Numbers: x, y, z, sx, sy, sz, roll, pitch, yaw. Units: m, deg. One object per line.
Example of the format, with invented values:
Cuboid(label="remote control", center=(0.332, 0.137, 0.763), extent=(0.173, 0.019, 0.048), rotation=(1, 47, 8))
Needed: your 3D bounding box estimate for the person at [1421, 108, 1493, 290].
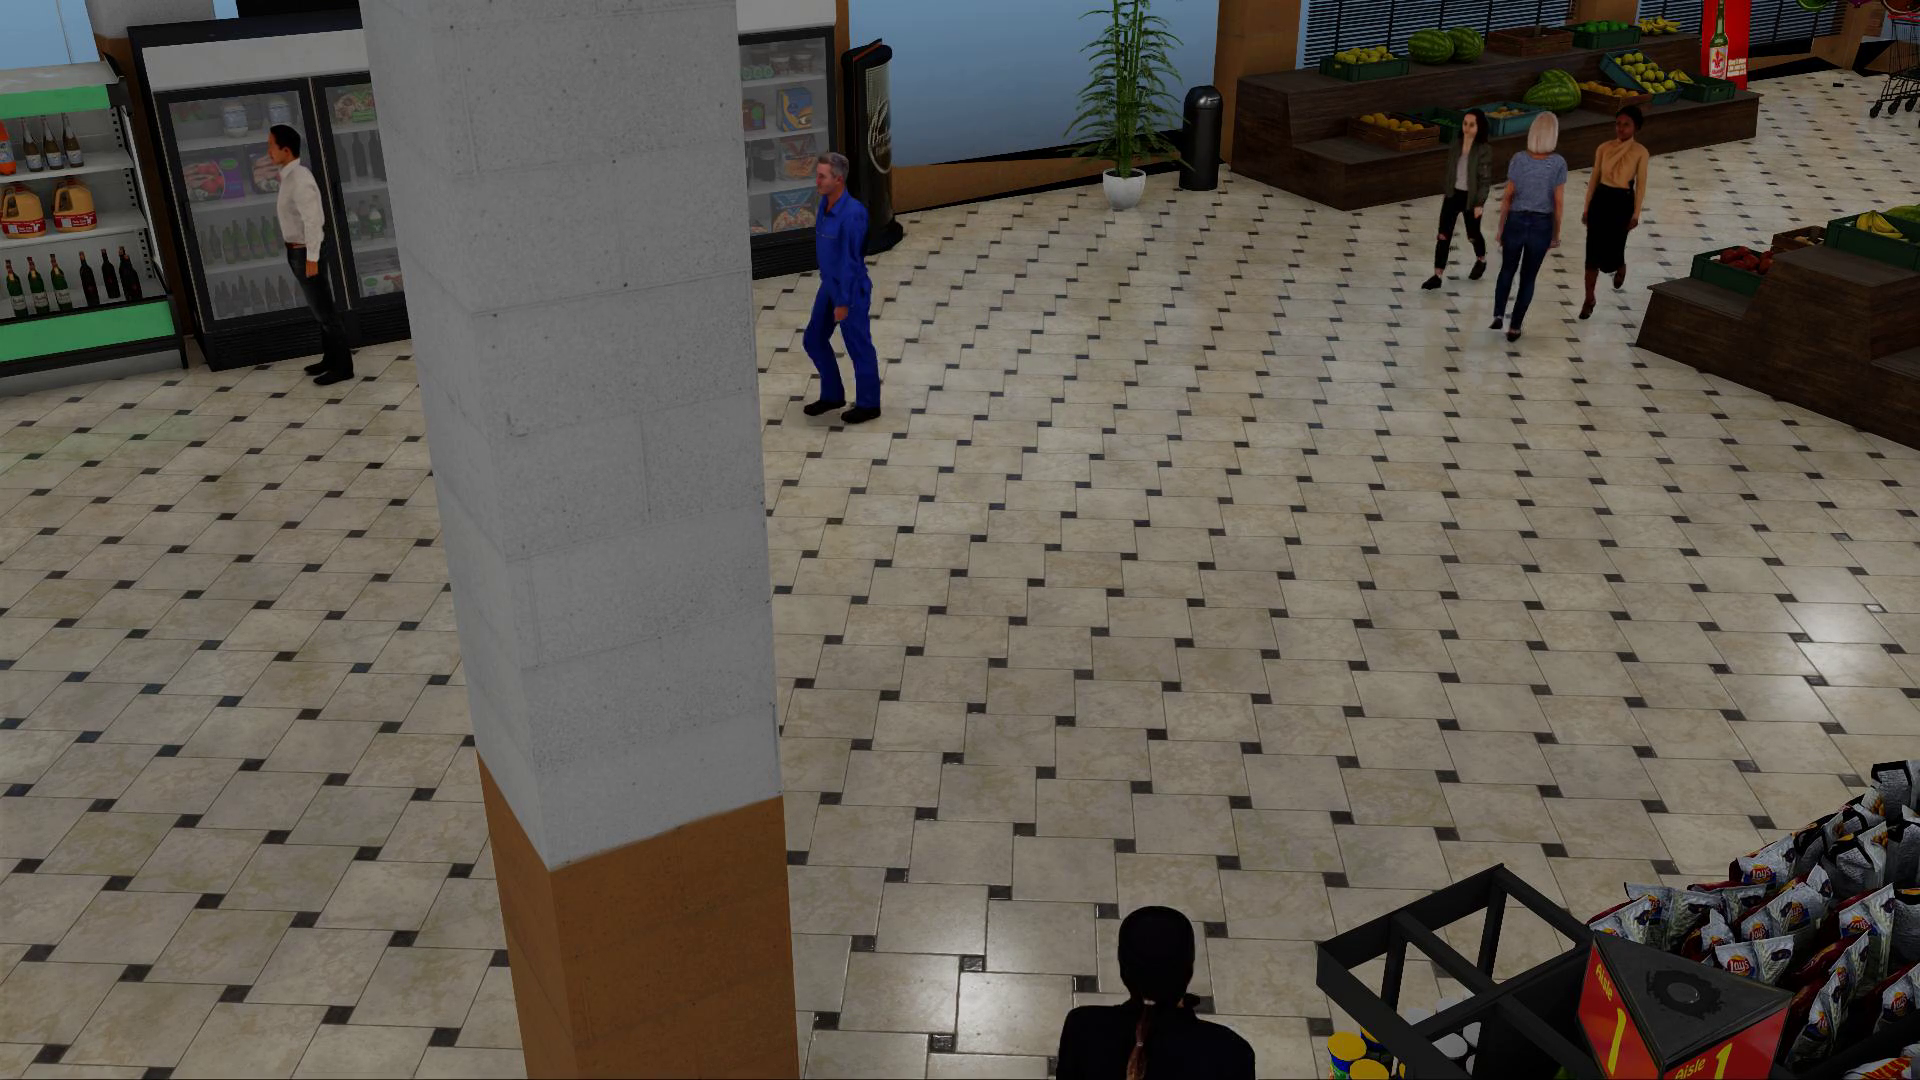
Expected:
Cuboid(label="person", center=(4.146, -2.766, 13.531), extent=(0.758, 1.440, 1.066), rotation=(24, 35, 39))

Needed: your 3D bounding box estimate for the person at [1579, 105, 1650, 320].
Cuboid(label="person", center=(5.050, -2.520, 12.827), extent=(0.754, 1.639, 0.902), rotation=(20, 33, 34))

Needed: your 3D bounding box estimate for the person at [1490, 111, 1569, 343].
Cuboid(label="person", center=(4.177, -2.270, 12.250), extent=(0.683, 1.713, 0.709), rotation=(13, 30, 24))

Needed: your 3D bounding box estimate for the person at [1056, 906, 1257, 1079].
Cuboid(label="person", center=(0.485, 1.749, 4.381), extent=(0.870, 1.662, 0.925), rotation=(8, 28, 16))

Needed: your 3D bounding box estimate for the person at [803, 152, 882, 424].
Cuboid(label="person", center=(-0.675, -1.641, 10.902), extent=(0.689, 1.811, 0.721), rotation=(-16, 31, -28))

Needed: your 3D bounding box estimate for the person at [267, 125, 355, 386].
Cuboid(label="person", center=(-4.522, -1.983, 11.579), extent=(0.524, 1.809, 0.666), rotation=(-14, 30, -25))
